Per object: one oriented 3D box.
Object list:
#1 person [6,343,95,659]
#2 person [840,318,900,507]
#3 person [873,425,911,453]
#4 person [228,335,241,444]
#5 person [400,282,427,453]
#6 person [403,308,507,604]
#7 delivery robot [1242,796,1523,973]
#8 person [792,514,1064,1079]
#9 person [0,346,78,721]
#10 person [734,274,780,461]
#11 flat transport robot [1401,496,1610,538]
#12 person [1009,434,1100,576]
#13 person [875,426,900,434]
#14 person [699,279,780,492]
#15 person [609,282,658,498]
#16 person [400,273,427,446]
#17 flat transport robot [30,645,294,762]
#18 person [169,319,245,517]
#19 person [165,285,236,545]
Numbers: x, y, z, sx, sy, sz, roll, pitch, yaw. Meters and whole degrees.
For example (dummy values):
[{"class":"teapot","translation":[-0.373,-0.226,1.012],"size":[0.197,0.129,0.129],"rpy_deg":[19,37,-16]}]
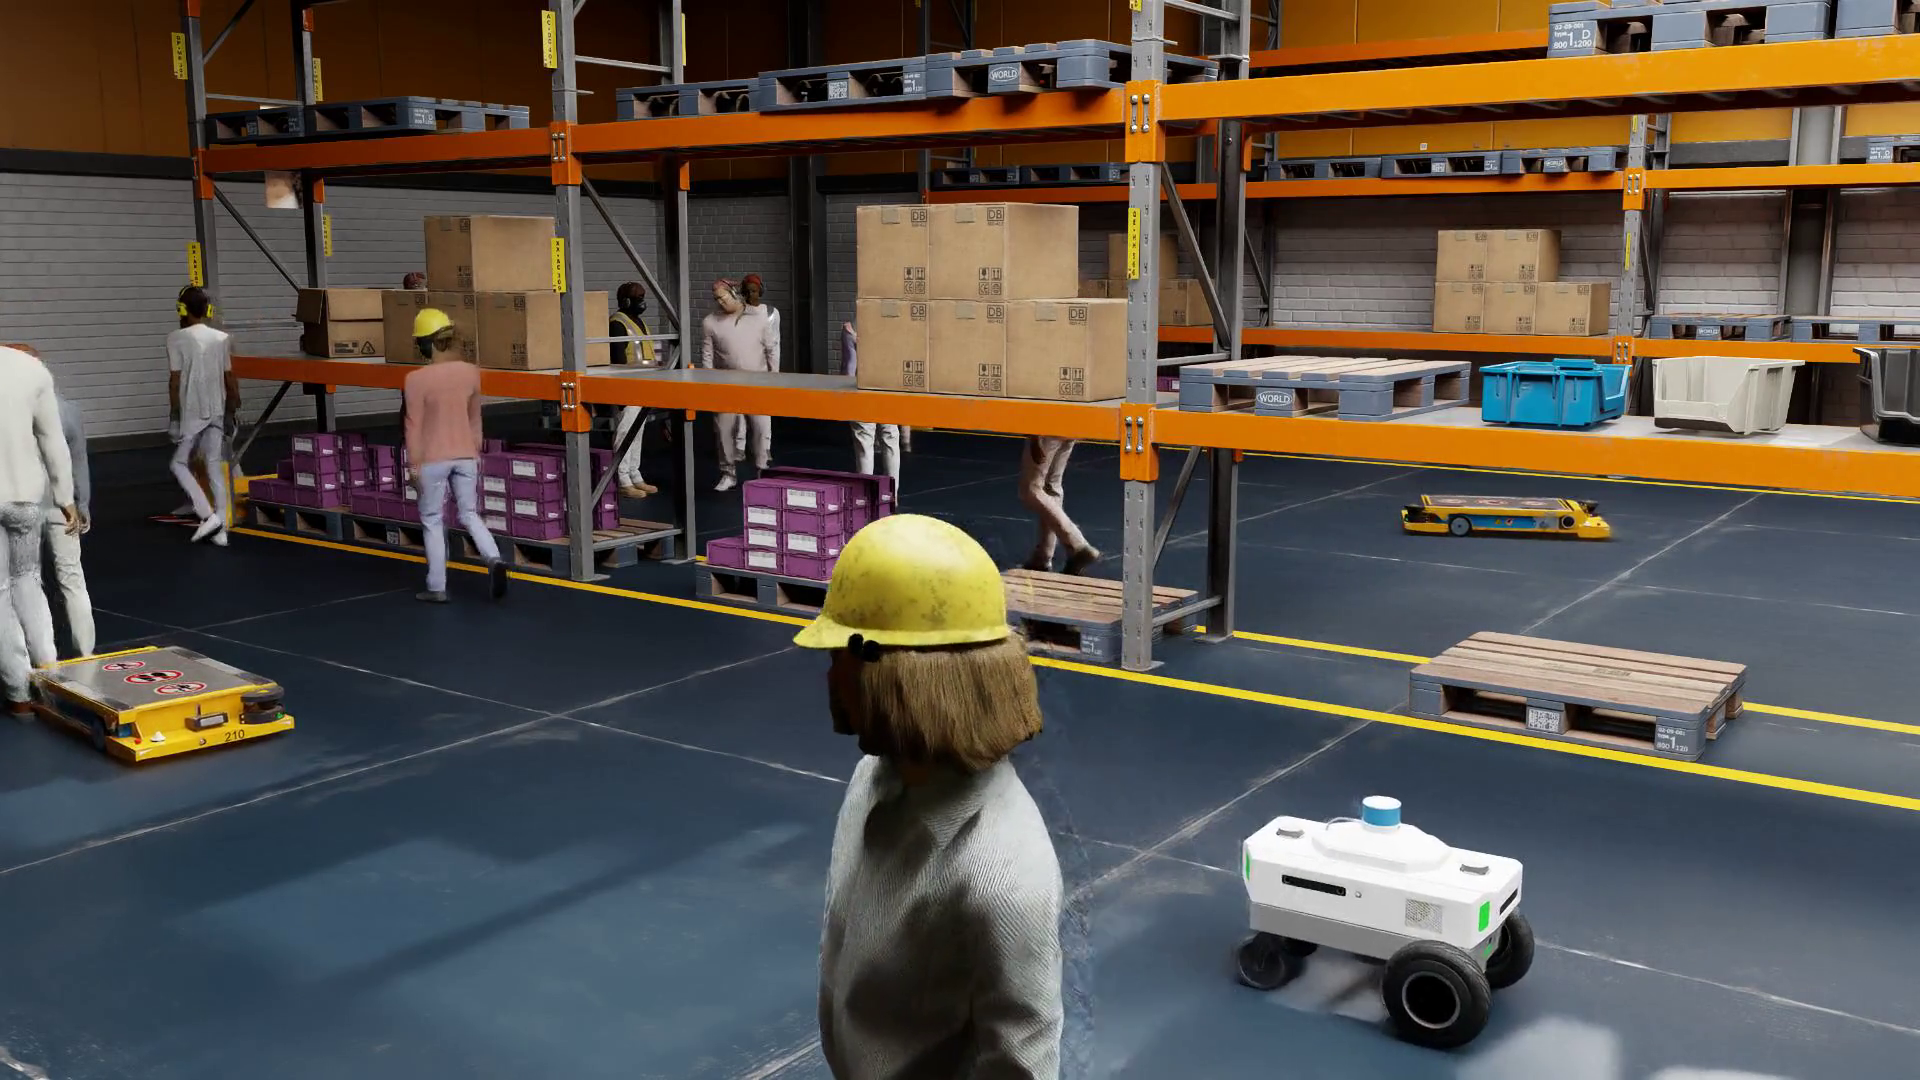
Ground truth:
[{"class":"person","translation":[-4.426,-0.122,7.977],"size":[0.268,1.630,0.507],"rpy_deg":[7,12,38]},{"class":"person","translation":[-0.720,-1.168,13.588],"size":[0.627,1.844,0.429],"rpy_deg":[-7,12,-35]},{"class":"person","translation":[-0.751,-1.909,17.547],"size":[0.391,1.993,0.618],"rpy_deg":[7,12,38]},{"class":"person","translation":[-6.748,-1.293,14.947],"size":[0.530,1.625,0.437],"rpy_deg":[-1,10,-3]},{"class":"person","translation":[-5.520,-1.829,17.608],"size":[0.579,1.813,0.874],"rpy_deg":[8,12,39]},{"class":"person","translation":[-2.968,-0.471,9.681],"size":[0.618,1.749,0.538],"rpy_deg":[8,12,40]},{"class":"delivery robot","translation":[1.142,0.945,4.547],"size":[0.707,0.478,0.477],"rpy_deg":[6,11,33]},{"class":"person","translation":[0.021,0.816,2.119],"size":[0.550,1.729,0.490],"rpy_deg":[-3,10,-20]},{"class":"person","translation":[-4.271,-0.140,7.308],"size":[0.514,1.899,0.668],"rpy_deg":[7,12,38]},{"class":"person","translation":[-2.104,-1.734,16.831],"size":[0.575,1.885,0.355],"rpy_deg":[0,10,-3]},{"class":"flat transport robot","translation":[4.047,-0.188,12.417],"size":[1.431,0.197,0.652],"rpy_deg":[2,10,12]},{"class":"person","translation":[0.586,-0.695,10.362],"size":[0.664,1.981,0.622],"rpy_deg":[6,11,32]},{"class":"person","translation":[-0.868,-2.262,19.509],"size":[0.682,2.000,0.537],"rpy_deg":[-4,10,-22]},{"class":"person","translation":[-1.932,-1.354,14.629],"size":[0.708,1.868,0.432],"rpy_deg":[-3,10,-17]},{"class":"person","translation":[-2.809,-1.286,14.293],"size":[0.430,1.843,0.625],"rpy_deg":[2,10,10]},{"class":"person","translation":[-5.351,-1.680,16.445],"size":[0.406,1.904,0.654],"rpy_deg":[-8,12,-39]},{"class":"flat transport robot","translation":[-3.559,0.677,7.267],"size":[1.431,0.197,0.652],"rpy_deg":[9,13,42]},{"class":"person","translation":[-6.078,-1.022,13.464],"size":[0.541,1.594,0.858],"rpy_deg":[5,11,28]},{"class":"person","translation":[-5.400,-0.873,11.791],"size":[0.400,1.853,0.560],"rpy_deg":[6,11,32]}]
